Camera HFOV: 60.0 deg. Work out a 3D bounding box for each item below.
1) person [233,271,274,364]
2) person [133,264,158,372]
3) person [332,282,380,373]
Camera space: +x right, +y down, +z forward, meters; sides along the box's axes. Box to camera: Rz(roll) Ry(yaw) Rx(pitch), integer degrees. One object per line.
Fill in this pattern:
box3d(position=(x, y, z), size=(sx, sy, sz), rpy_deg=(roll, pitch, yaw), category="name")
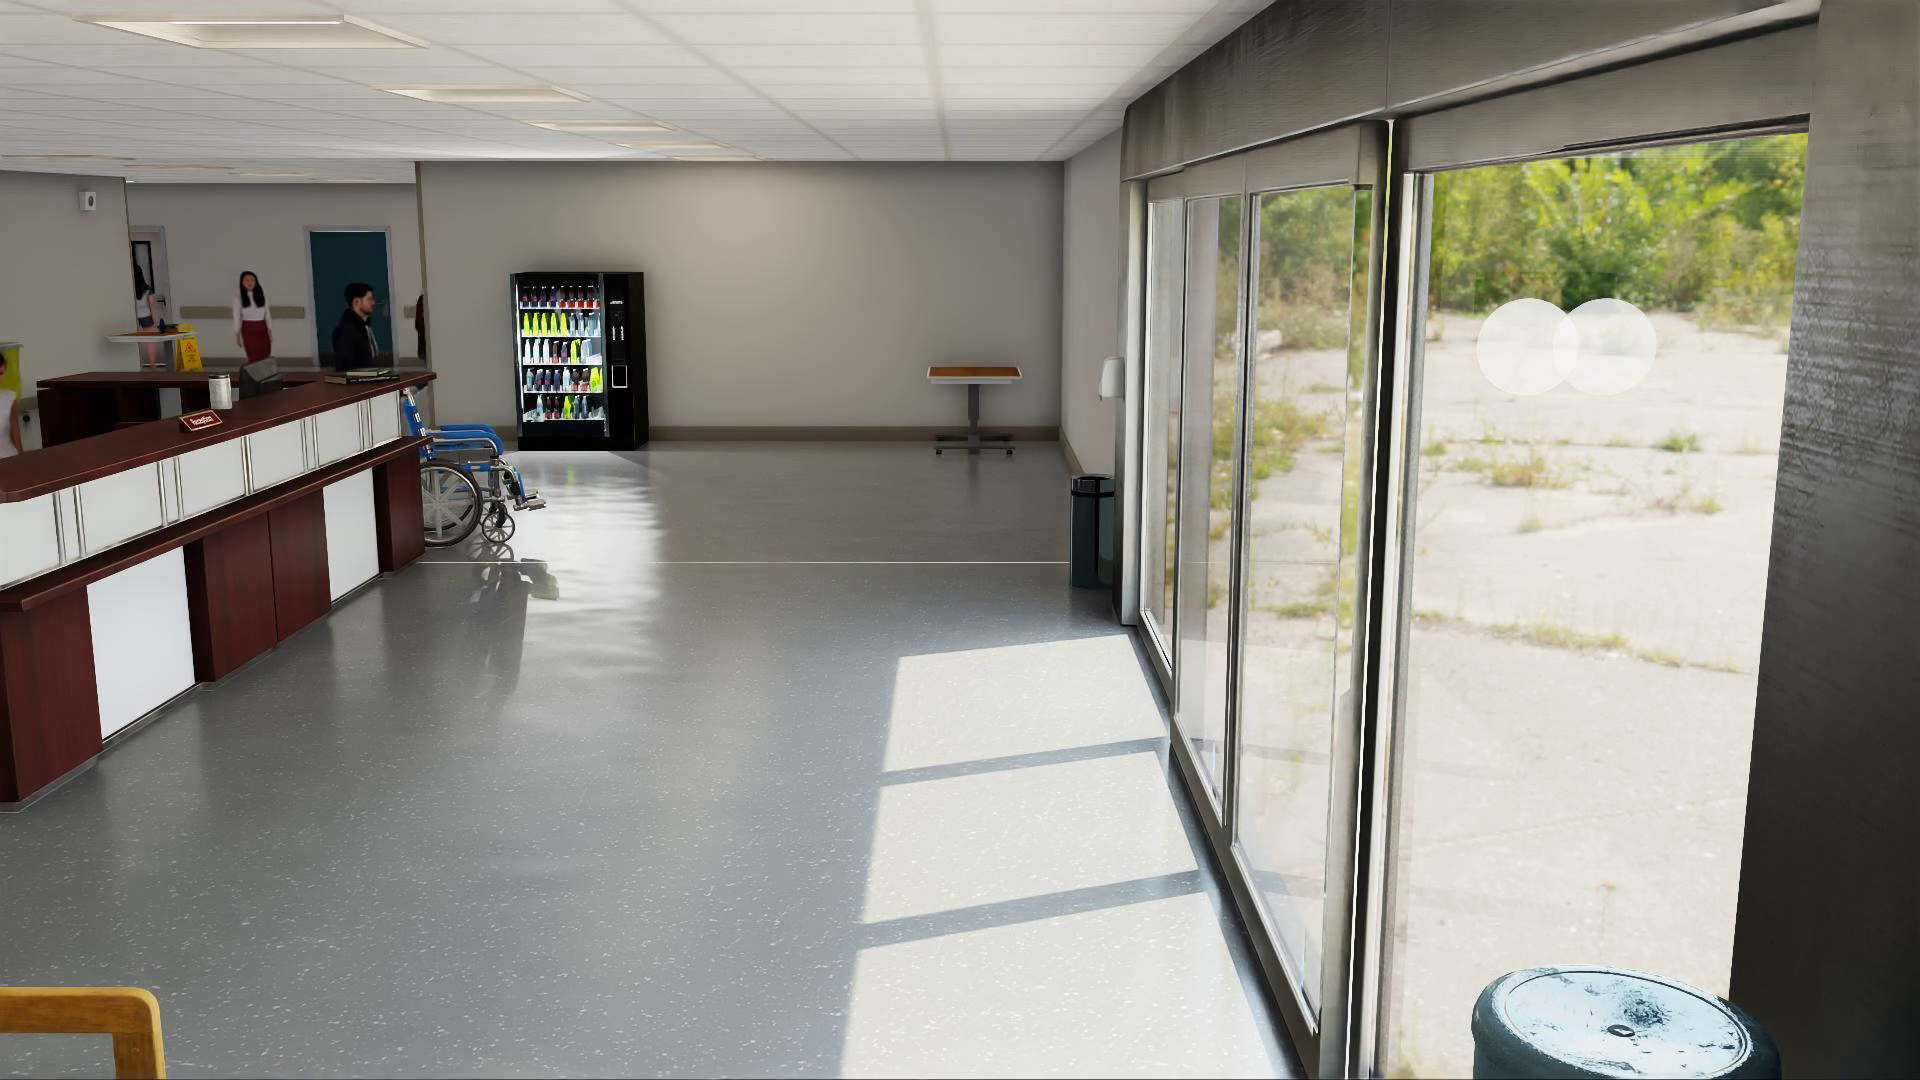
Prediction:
box3d(position=(-9.032, -2.552, 21.268), size=(0.870, 1.736, 0.909), rpy_deg=(-8, 13, -36), category="person")
box3d(position=(-13.182, -3.567, 26.696), size=(0.629, 1.705, 0.734), rpy_deg=(-7, 13, -32), category="person")
box3d(position=(-4.876, -1.086, 13.207), size=(1.000, 1.861, 0.754), rpy_deg=(-1, 11, -8), category="person")
